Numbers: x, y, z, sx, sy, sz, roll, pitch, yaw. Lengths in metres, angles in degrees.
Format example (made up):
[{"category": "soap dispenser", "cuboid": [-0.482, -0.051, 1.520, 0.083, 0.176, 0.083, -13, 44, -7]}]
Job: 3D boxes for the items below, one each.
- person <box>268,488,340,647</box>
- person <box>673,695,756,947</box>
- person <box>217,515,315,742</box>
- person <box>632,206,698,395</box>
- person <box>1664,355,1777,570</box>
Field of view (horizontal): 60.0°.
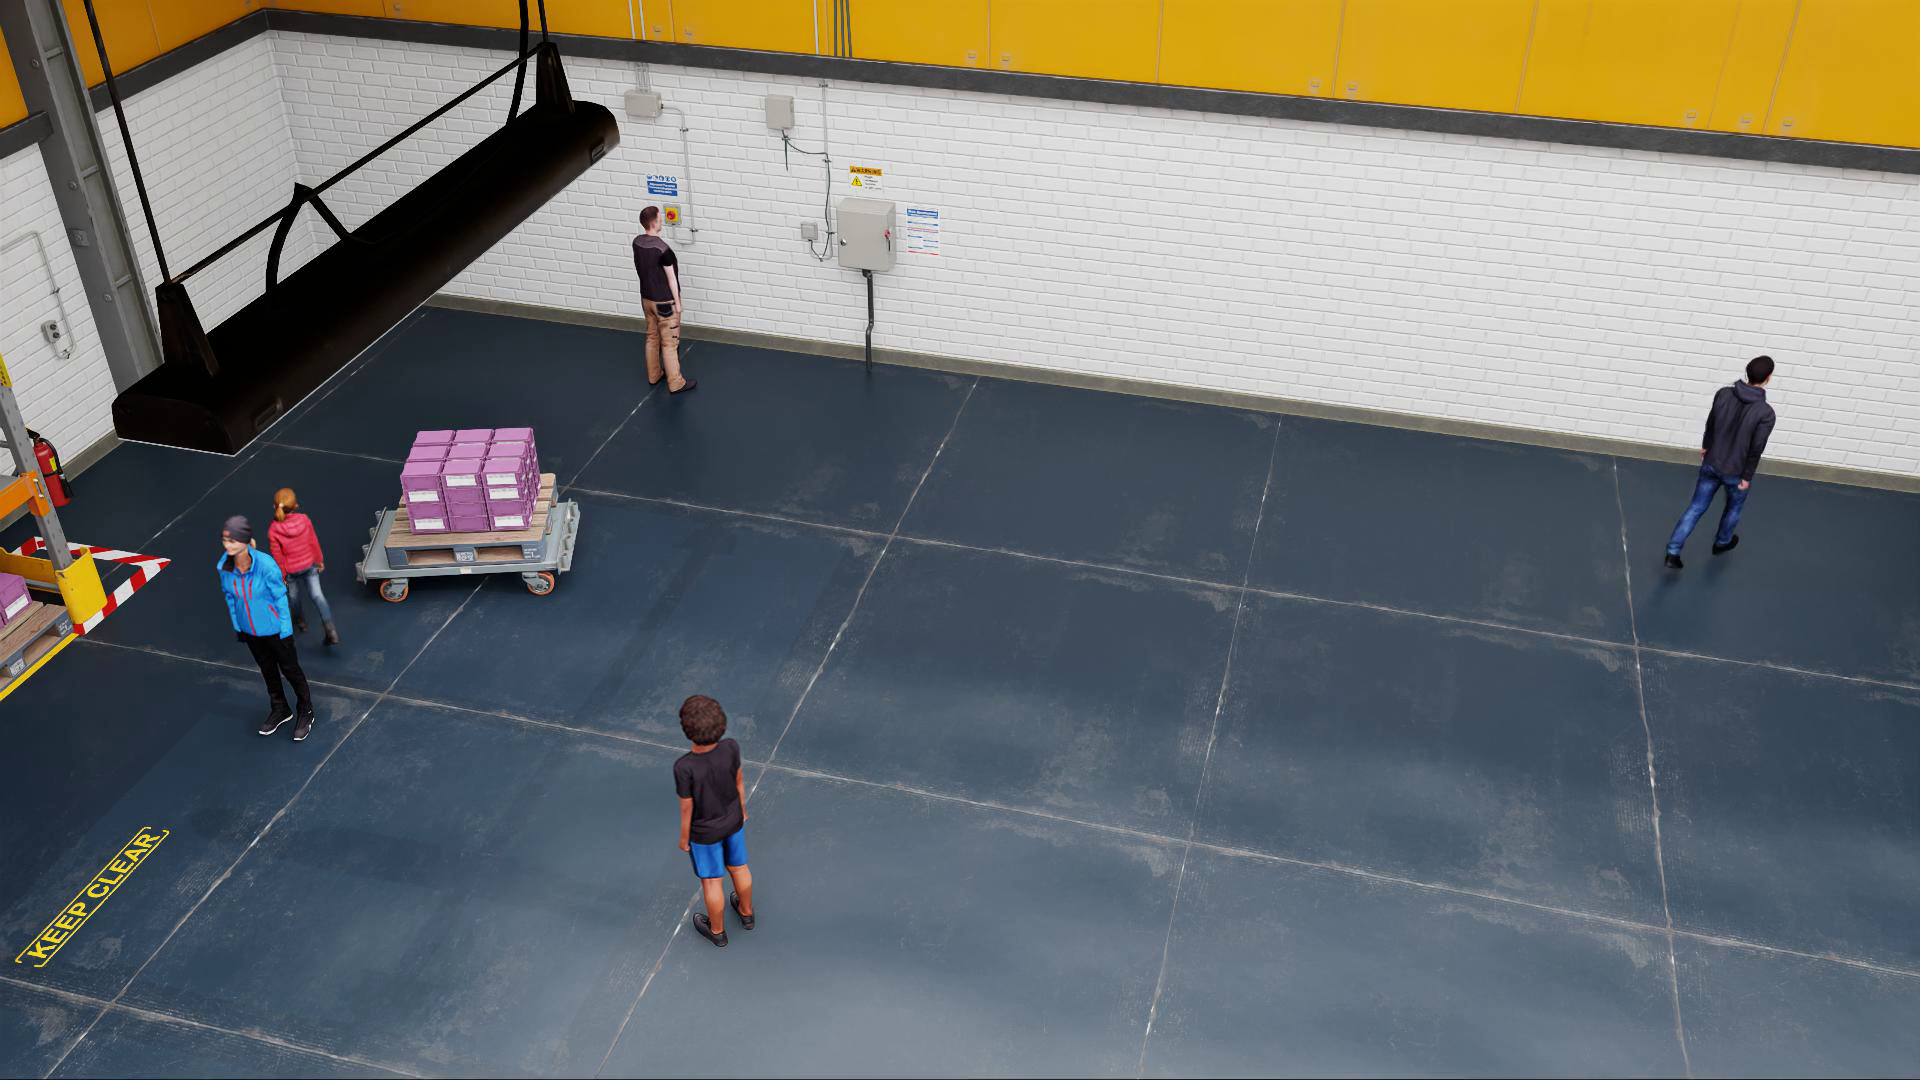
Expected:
[{"category": "person", "cuboid": [-4.903, 0.236, 12.435, 0.905, 1.289, 0.897, -26, 41, -33]}, {"category": "person", "cuboid": [-1.452, 1.663, 9.831, 0.667, 1.796, 0.756, -25, 41, -32]}, {"category": "person", "cuboid": [-4.770, 0.601, 11.429, 0.605, 1.796, 0.503, 8, 35, 12]}, {"category": "person", "cuboid": [-2.852, -2.288, 15.736, 0.769, 1.839, 0.751, 25, 41, 33]}, {"category": "person", "cuboid": [5.985, -0.557, 13.120, 1.283, 1.853, 1.143, -24, 40, -31]}]
